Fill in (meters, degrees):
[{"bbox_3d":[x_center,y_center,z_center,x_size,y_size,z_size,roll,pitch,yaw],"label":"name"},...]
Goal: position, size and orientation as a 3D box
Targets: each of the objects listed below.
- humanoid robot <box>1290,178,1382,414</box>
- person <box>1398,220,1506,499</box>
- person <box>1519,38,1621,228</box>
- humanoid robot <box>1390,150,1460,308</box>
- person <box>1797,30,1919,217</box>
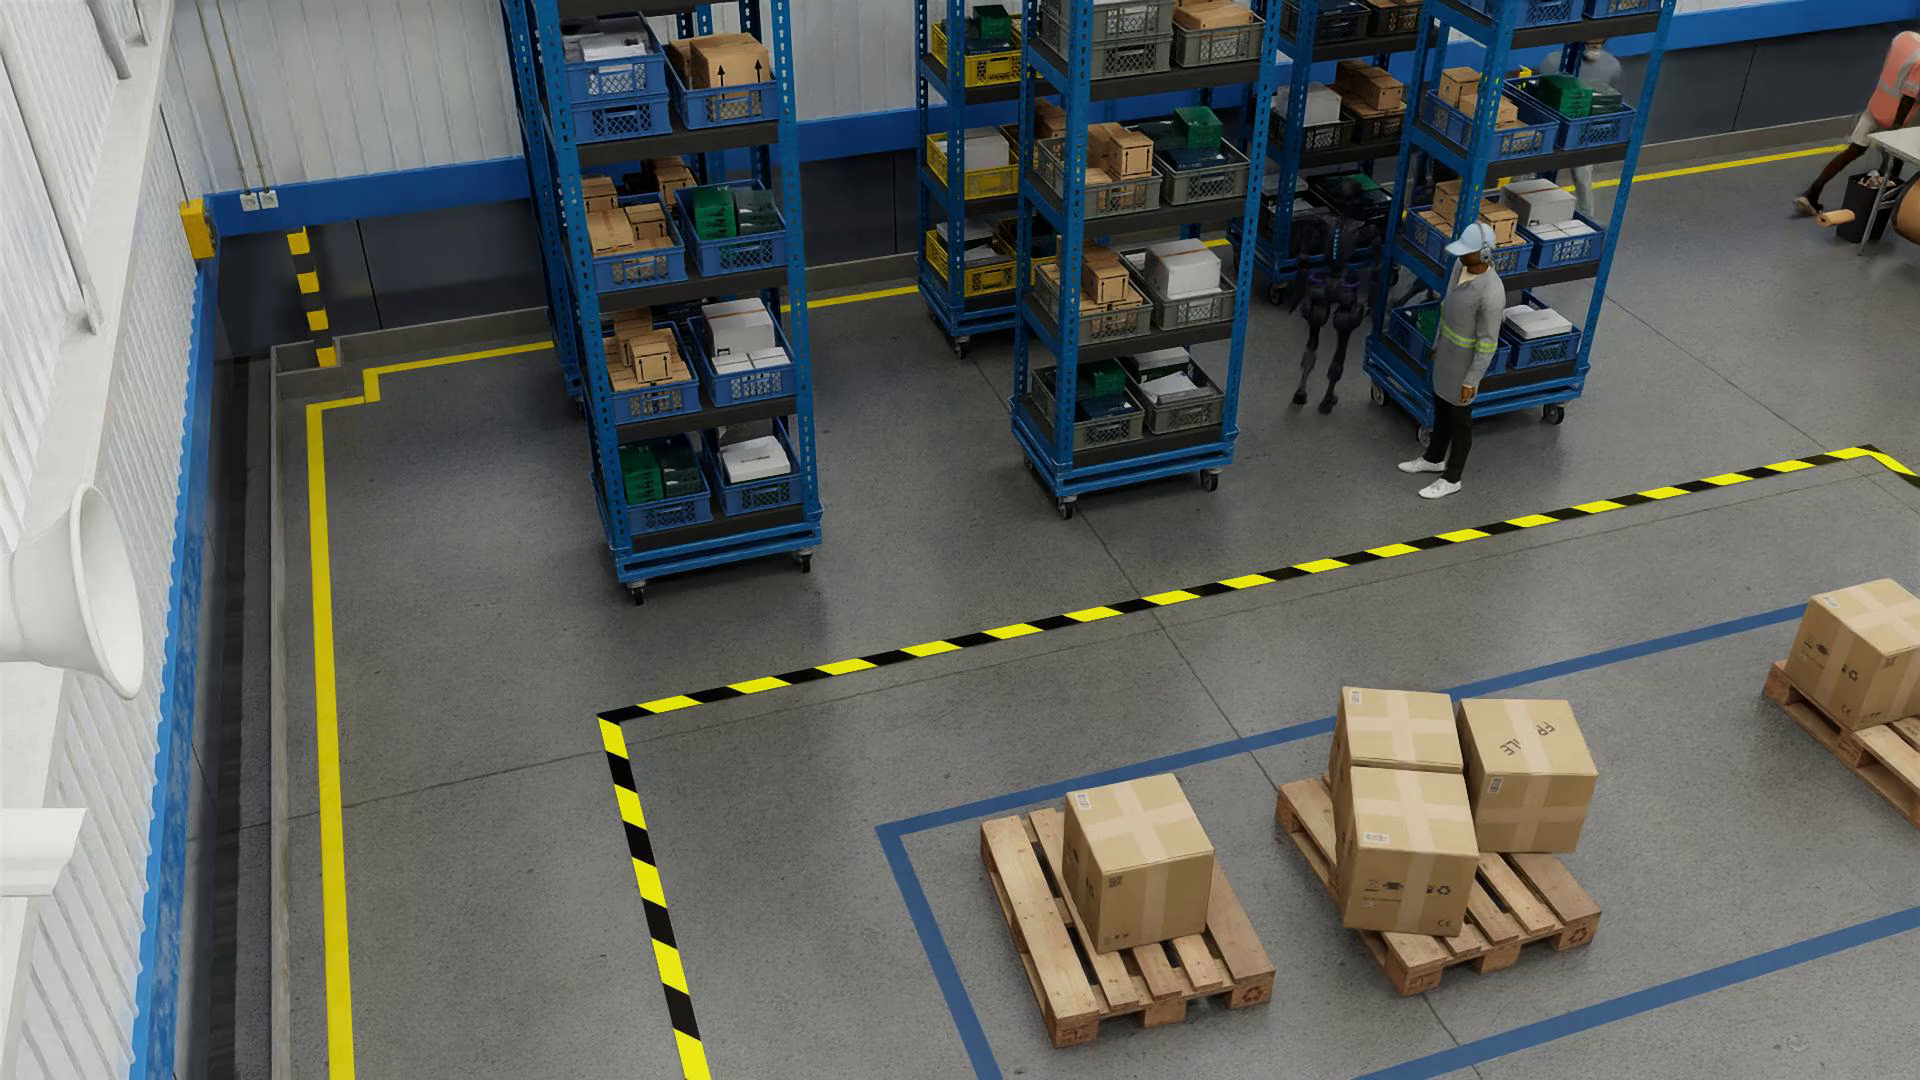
[{"bbox_3d":[2.494,-1.593,11.085,0.609,1.645,0.388,16,38,22],"label":"humanoid robot"},{"bbox_3d":[3.052,-1.113,10.260,0.389,1.851,0.586,-5,36,-7],"label":"person"},{"bbox_3d":[4.843,-3.232,13.218,0.696,1.916,0.457,3,35,5],"label":"person"},{"bbox_3d":[3.478,-2.410,12.275,0.696,1.634,0.589,-18,39,-24],"label":"humanoid robot"},{"bbox_3d":[7.583,-3.526,13.631,0.987,1.903,0.685,0,35,0],"label":"person"}]
